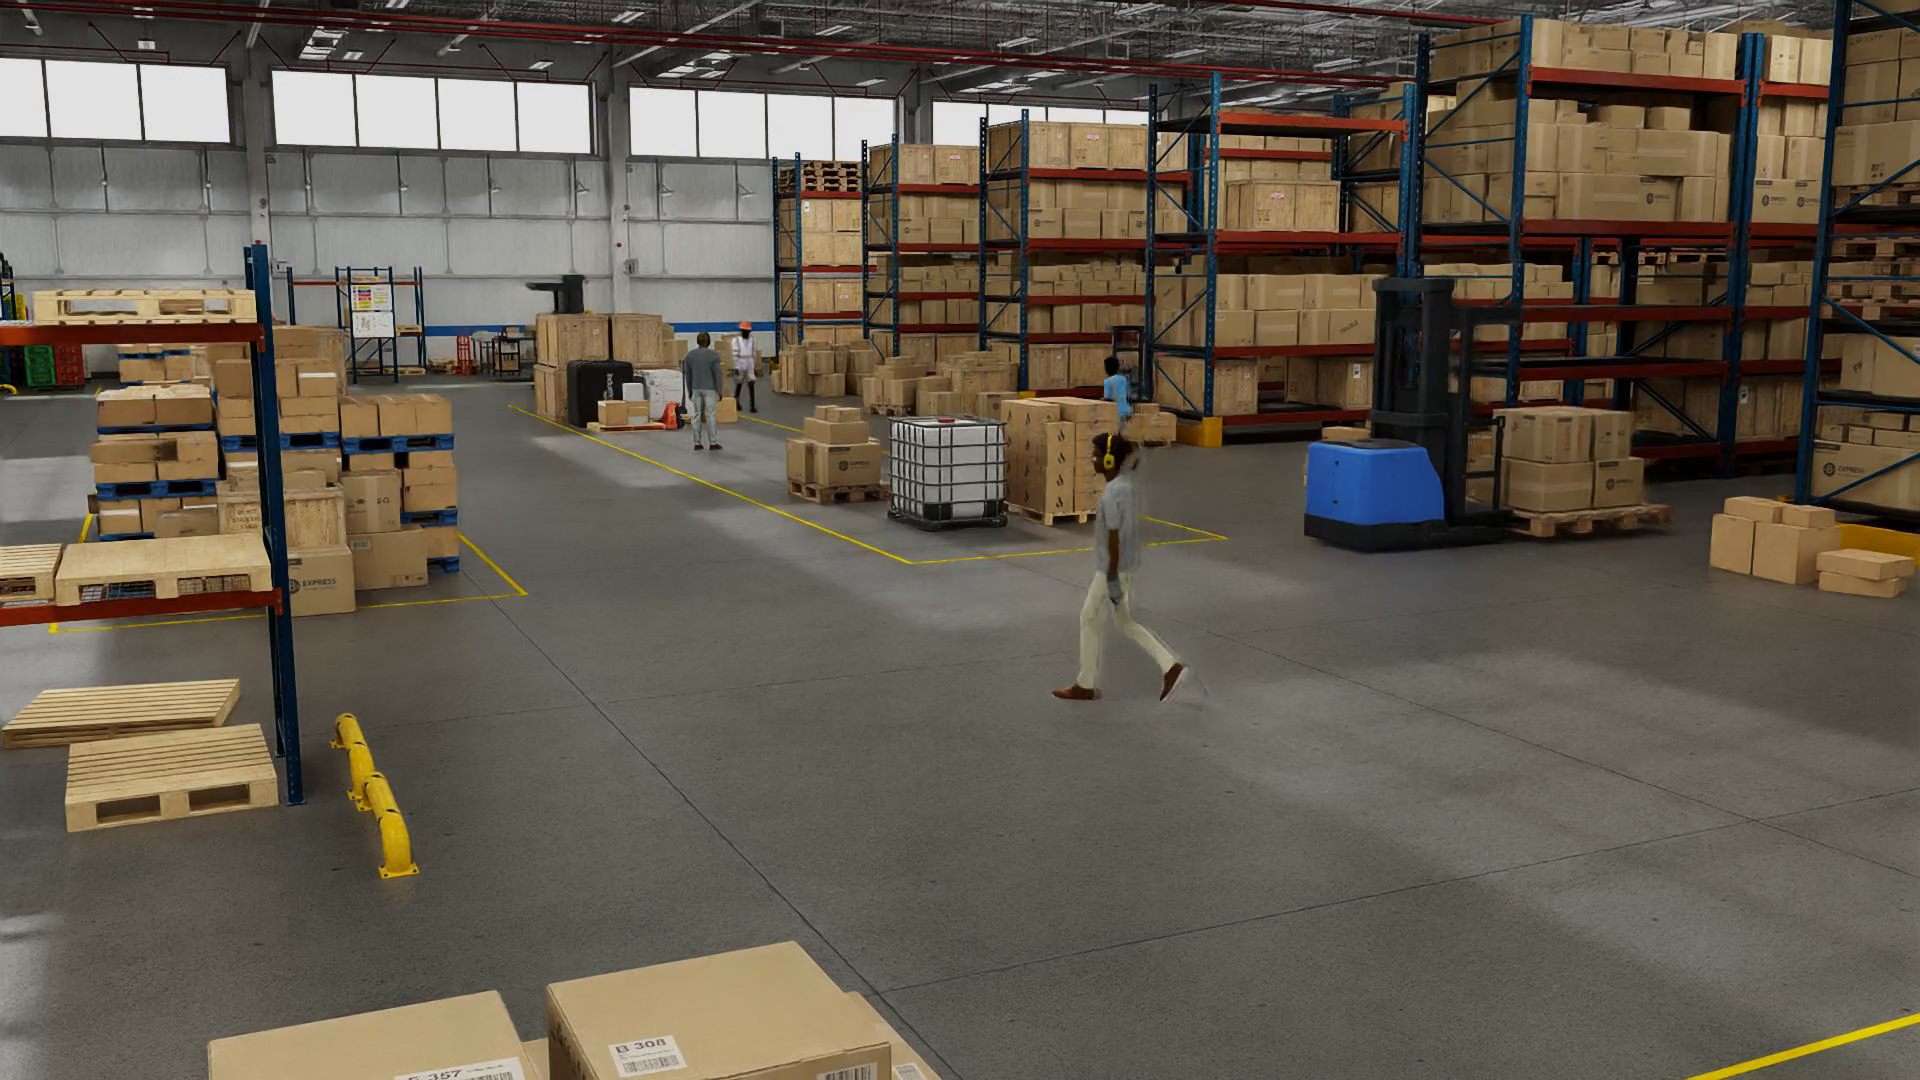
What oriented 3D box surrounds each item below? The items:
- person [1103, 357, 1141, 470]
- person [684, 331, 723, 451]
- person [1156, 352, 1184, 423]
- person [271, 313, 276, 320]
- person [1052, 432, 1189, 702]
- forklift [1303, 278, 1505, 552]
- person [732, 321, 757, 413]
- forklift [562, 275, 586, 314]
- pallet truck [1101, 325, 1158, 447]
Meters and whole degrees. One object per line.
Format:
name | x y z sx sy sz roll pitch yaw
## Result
person | 2.359 -1.855 24.379 0.795 1.661 0.560 7 12 37
person | -4.137 -2.411 26.959 0.636 1.939 0.363 2 9 14
person | 4.055 -3.103 31.628 0.623 1.812 0.670 -6 11 -33
person | -15.597 -4.167 37.677 0.611 1.996 0.378 7 11 36
person | 1.083 0.193 11.119 0.846 1.843 0.521 4 10 23
forklift | 4.720 -1.371 17.594 1.873 2.768 1.129 -4 10 -25
person | -4.479 -3.592 34.445 0.548 1.902 0.960 -4 10 -25
forklift | -9.290 -5.013 40.187 1.873 2.768 1.129 -4 10 -25
pallet truck | 2.881 -2.596 27.923 0.823 1.965 1.885 -1 9 -7
